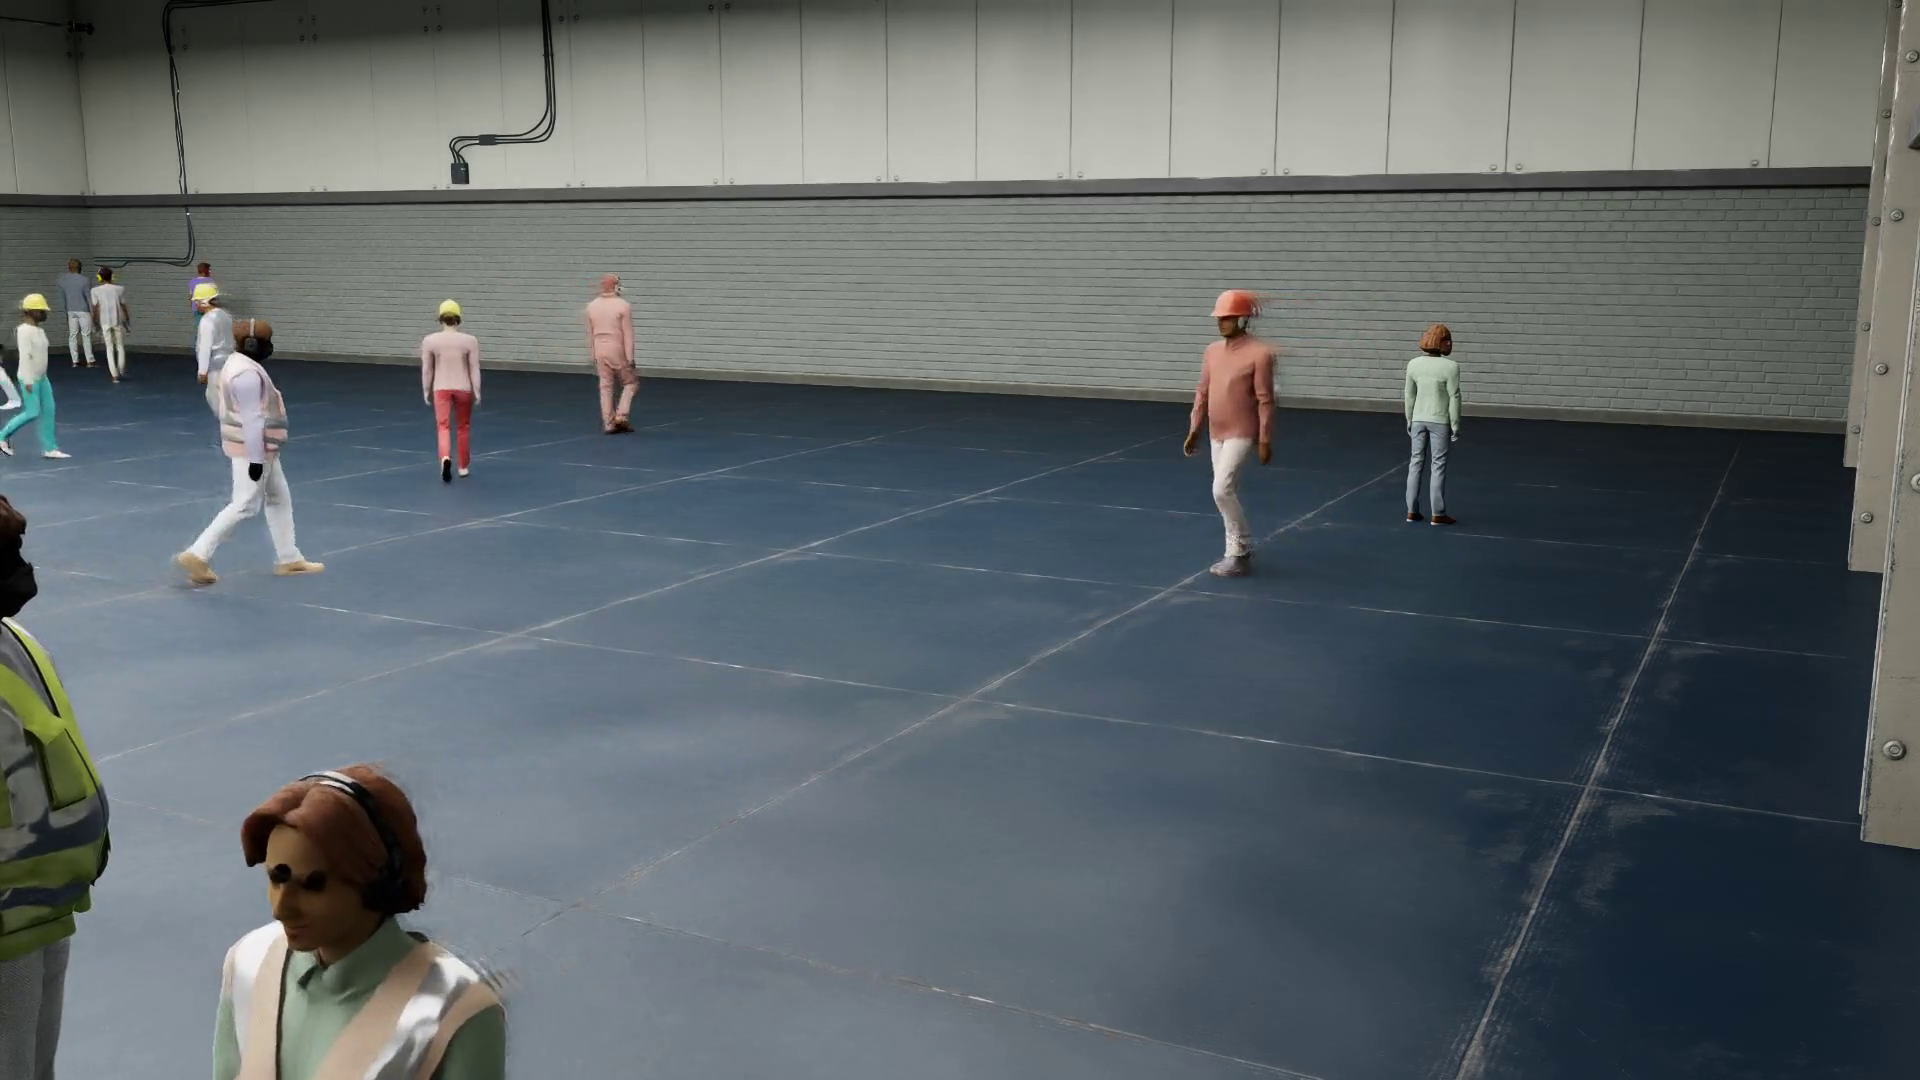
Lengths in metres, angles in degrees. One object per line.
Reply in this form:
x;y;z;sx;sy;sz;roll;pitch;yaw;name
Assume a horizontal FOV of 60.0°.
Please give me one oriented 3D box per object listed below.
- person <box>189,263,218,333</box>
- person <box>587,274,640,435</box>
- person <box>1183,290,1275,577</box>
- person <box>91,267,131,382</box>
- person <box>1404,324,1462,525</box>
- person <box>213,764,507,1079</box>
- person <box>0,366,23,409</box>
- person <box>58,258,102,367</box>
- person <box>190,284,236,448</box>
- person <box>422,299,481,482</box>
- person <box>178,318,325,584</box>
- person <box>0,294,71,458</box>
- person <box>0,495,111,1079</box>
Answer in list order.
-14.082;-4.240;31.005;0.568;1.840;0.374;4;11;19;person
-4.070;-2.191;19.686;0.677;1.889;0.464;5;12;25;person
1.834;-0.726;11.478;0.521;1.975;0.622;-5;12;-27;person
-13.668;-3.463;26.756;0.552;1.847;0.577;-7;13;-34;person
3.862;-0.940;13.582;0.279;1.633;0.506;-9;14;-41;person
-0.866;1.117;2.368;0.537;1.634;0.390;6;12;30;person
-13.169;-2.637;22.258;1.026;1.842;0.594;-5;12;-27;person
-15.729;-4.049;29.705;0.631;1.940;0.372;1;10;4;person
-8.235;-1.917;18.399;0.449;1.811;0.629;-1;10;-6;person
-4.878;-1.432;15.976;0.536;1.747;0.756;-3;11;-16;person
-4.872;-0.602;11.293;0.873;1.808;0.628;-5;12;-25;person
-9.774;-1.702;17.404;0.630;1.747;0.546;-1;10;-5;person
-2.027;0.800;3.527;0.429;1.844;0.624;-3;11;-15;person
